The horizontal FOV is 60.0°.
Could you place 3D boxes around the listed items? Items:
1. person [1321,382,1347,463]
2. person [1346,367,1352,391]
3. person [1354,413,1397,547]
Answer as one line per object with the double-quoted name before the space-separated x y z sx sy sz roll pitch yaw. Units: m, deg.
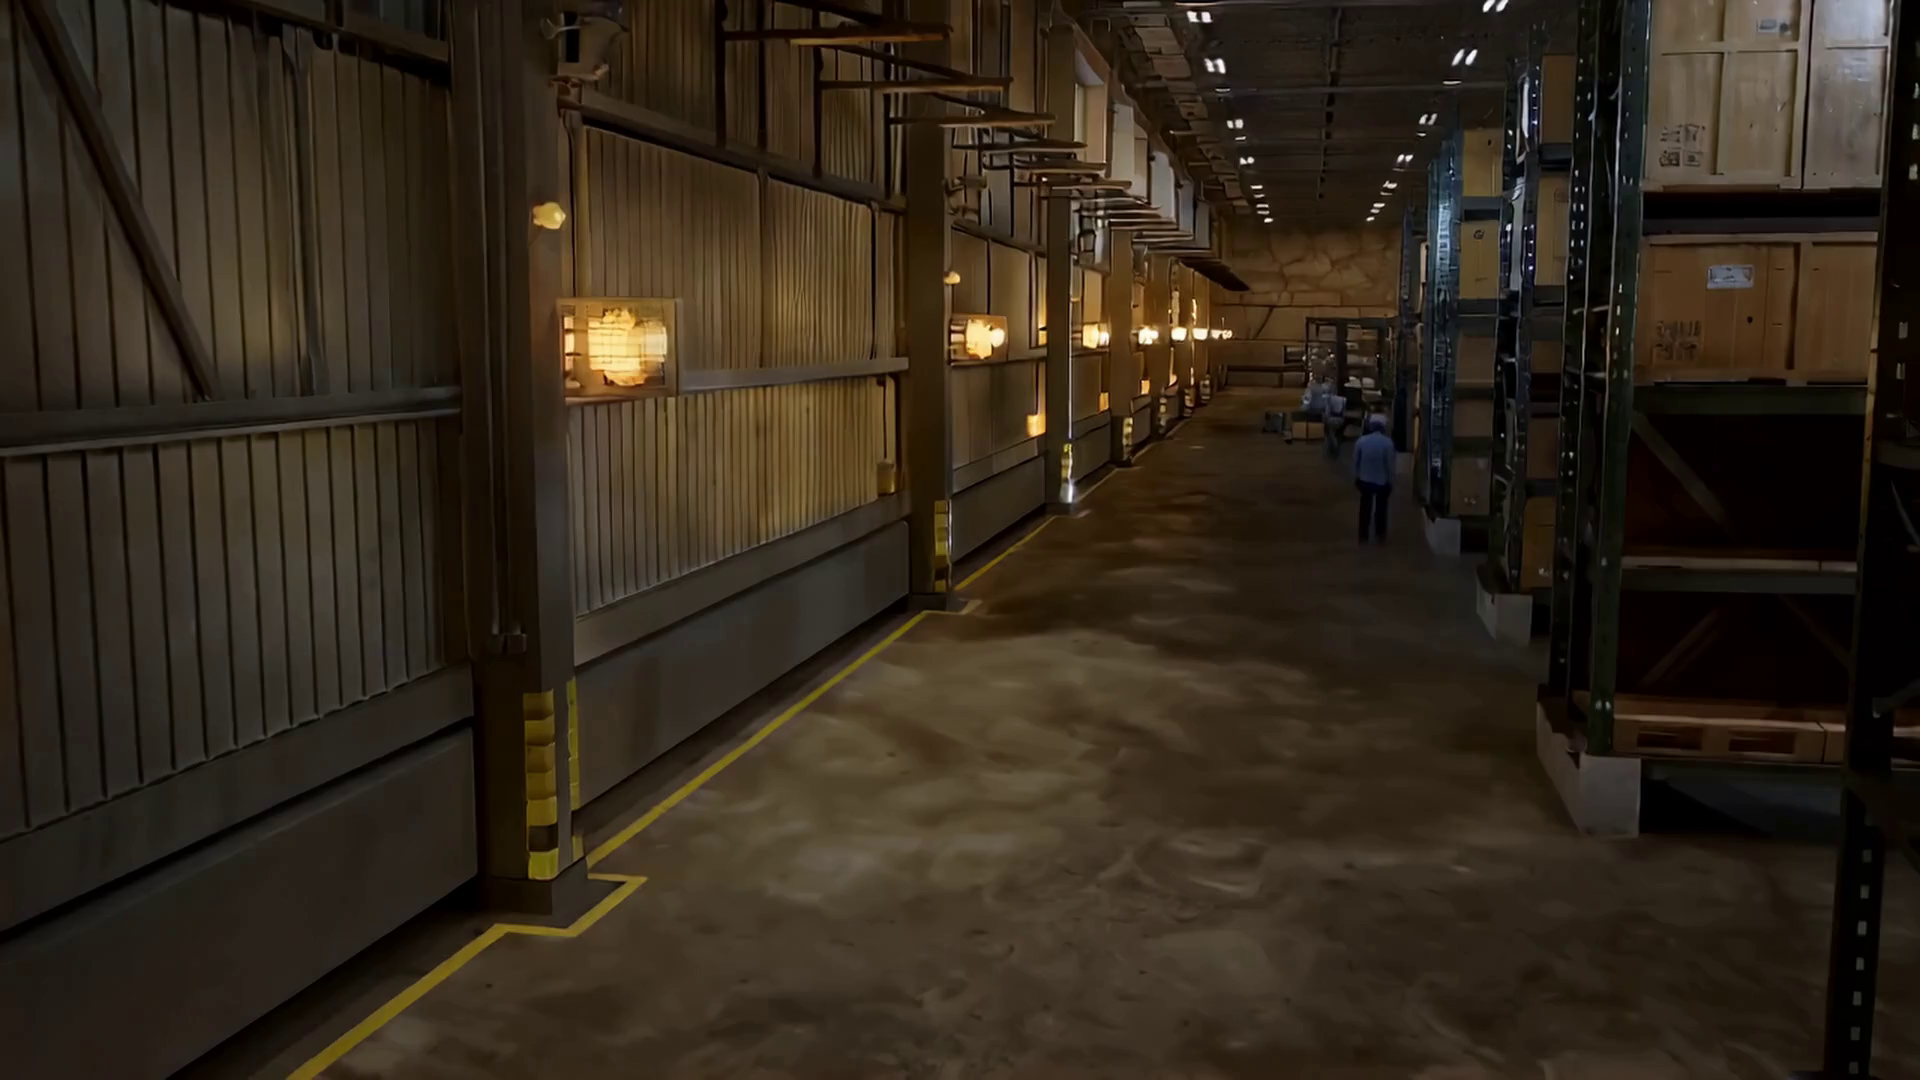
"person" 8.836 -2.769 39.307 0.603 1.937 0.402 -1 7 -10
"person" 14.586 -5.586 62.230 0.374 1.840 0.570 1 7 11
"person" 6.006 -0.867 24.116 0.610 1.937 1.060 2 8 19
